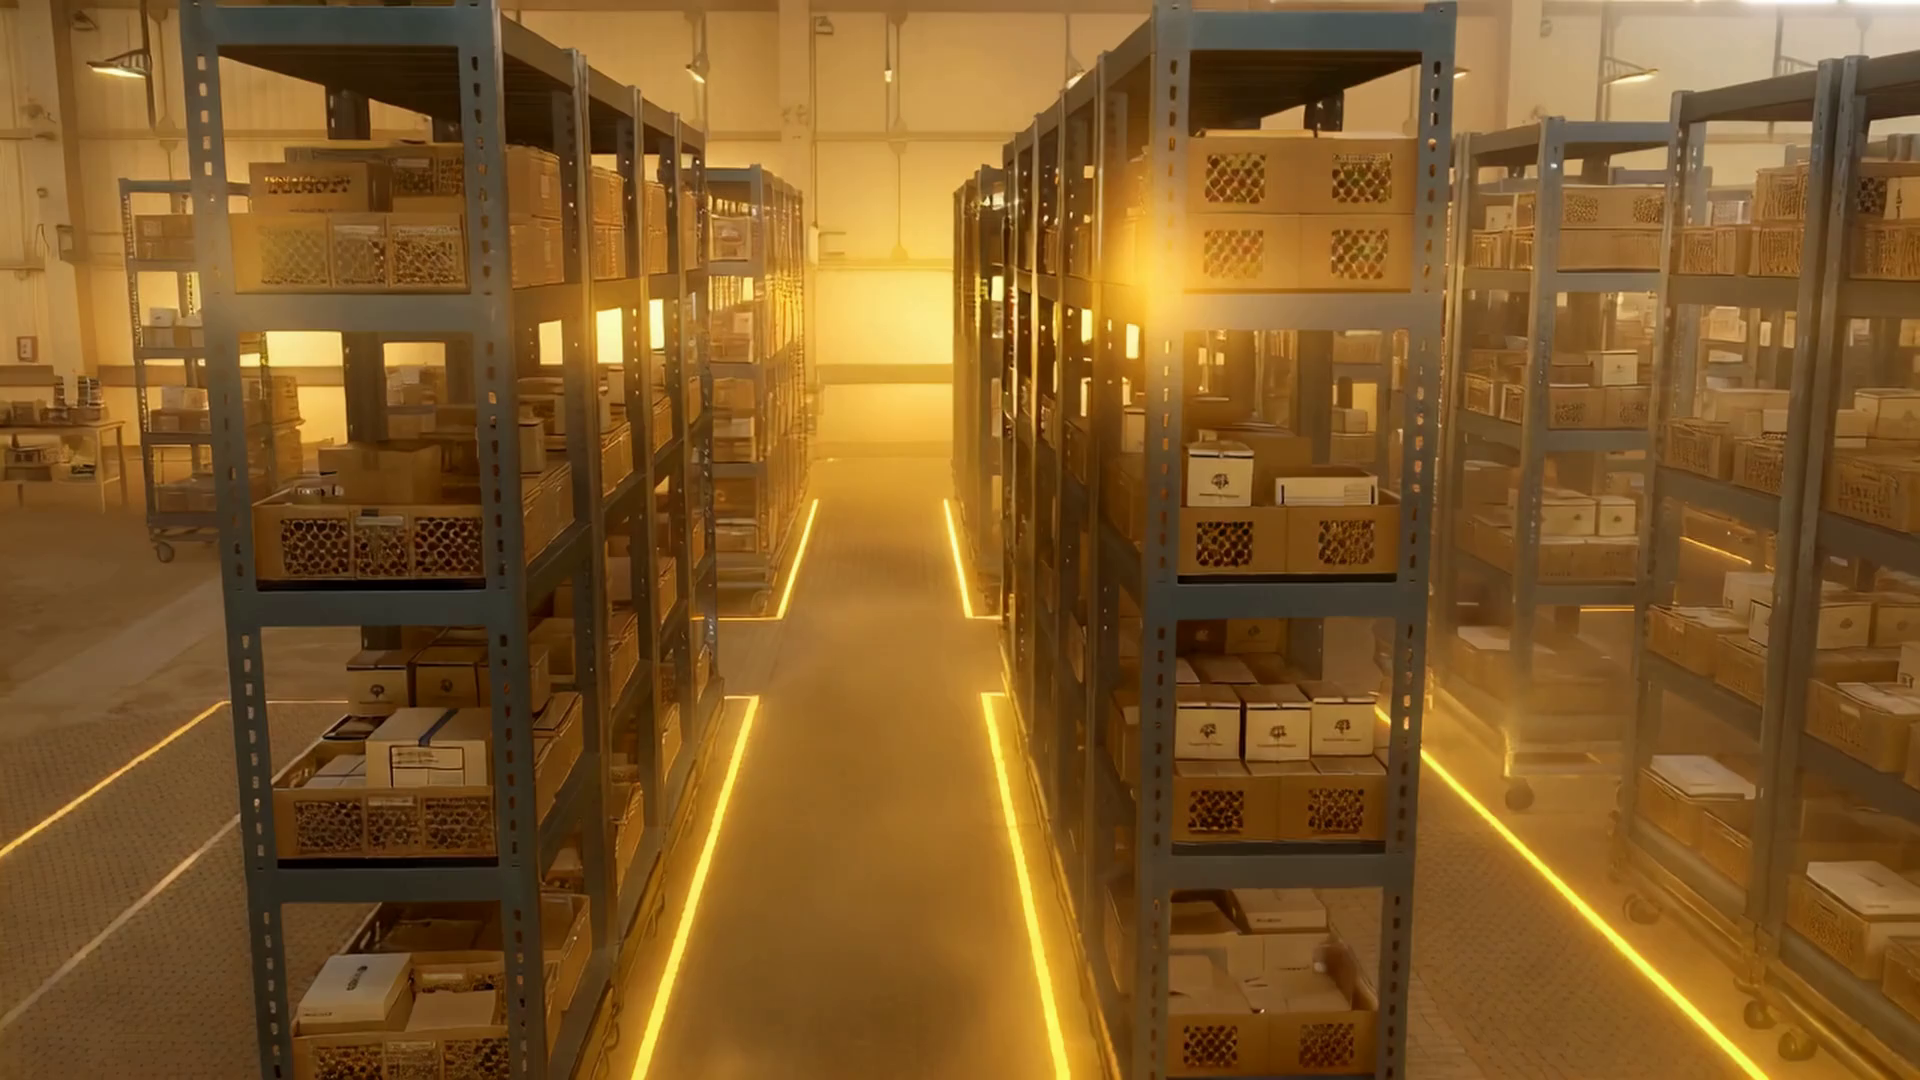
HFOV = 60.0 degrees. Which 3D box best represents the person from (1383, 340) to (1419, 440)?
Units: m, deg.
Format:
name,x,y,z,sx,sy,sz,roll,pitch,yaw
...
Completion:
name,x,y,z,sx,sy,sz,roll,pitch,yaw
person,5.759,-1.722,21.691,0.962,1.797,0.592,0,10,1
